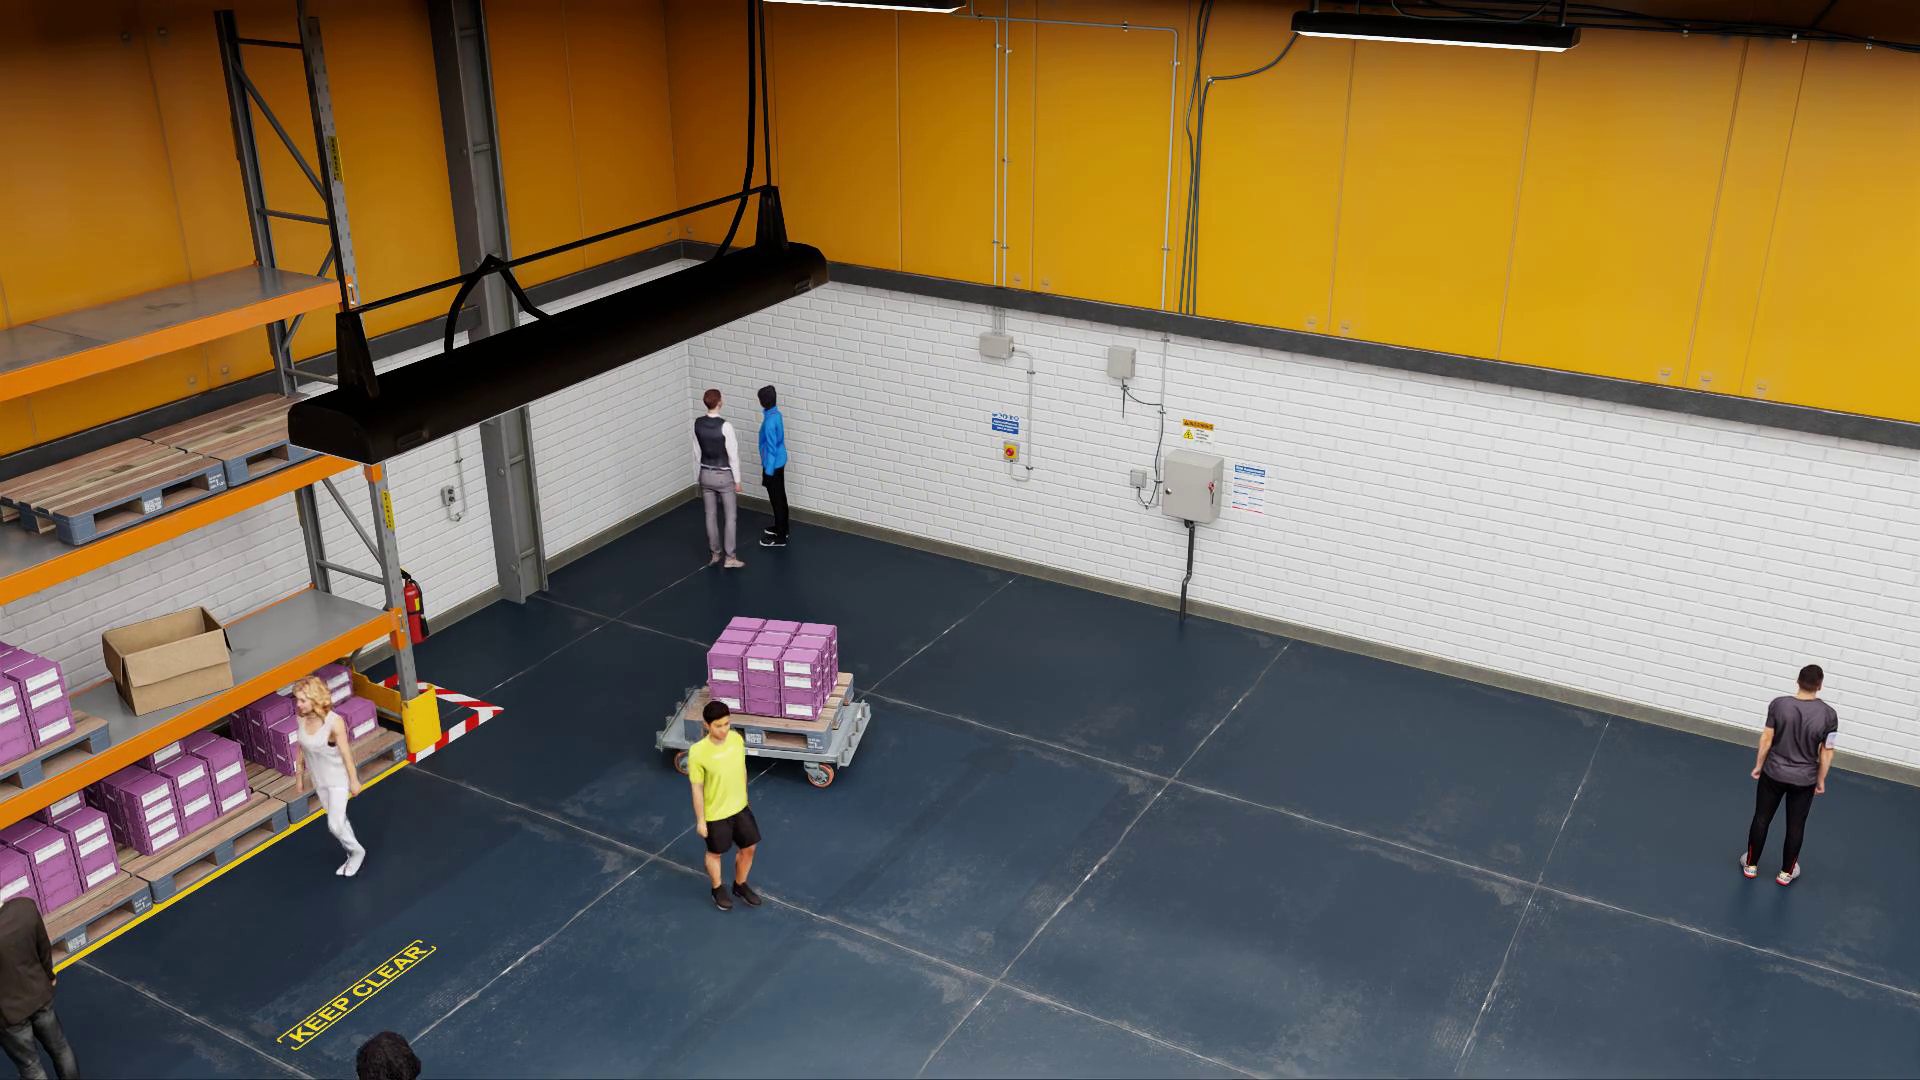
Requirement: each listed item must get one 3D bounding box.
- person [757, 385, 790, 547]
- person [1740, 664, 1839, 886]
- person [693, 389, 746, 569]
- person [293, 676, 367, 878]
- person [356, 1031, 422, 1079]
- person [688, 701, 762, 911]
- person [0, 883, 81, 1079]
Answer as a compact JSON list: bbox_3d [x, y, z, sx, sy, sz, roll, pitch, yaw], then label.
[{"bbox_3d":[-1.991,-0.814,17.930,0.752,1.801,0.629,2,24,3],"label":"person"},{"bbox_3d":[6.080,1.710,12.202,0.642,1.764,0.518,12,27,26],"label":"person"},{"bbox_3d":[-2.538,-0.663,17.399,0.745,1.950,0.726,8,25,18],"label":"person"},{"bbox_3d":[-4.594,1.712,12.330,0.639,1.659,0.572,10,26,22],"label":"person"},{"bbox_3d":[-2.845,3.341,8.407,0.845,1.815,0.911,-1,24,-3],"label":"person"},{"bbox_3d":[-1.748,1.870,11.924,0.695,1.693,0.803,-18,29,-36],"label":"person"},{"bbox_3d":[-5.585,2.706,9.876,0.764,1.802,0.525,9,25,20],"label":"person"}]
